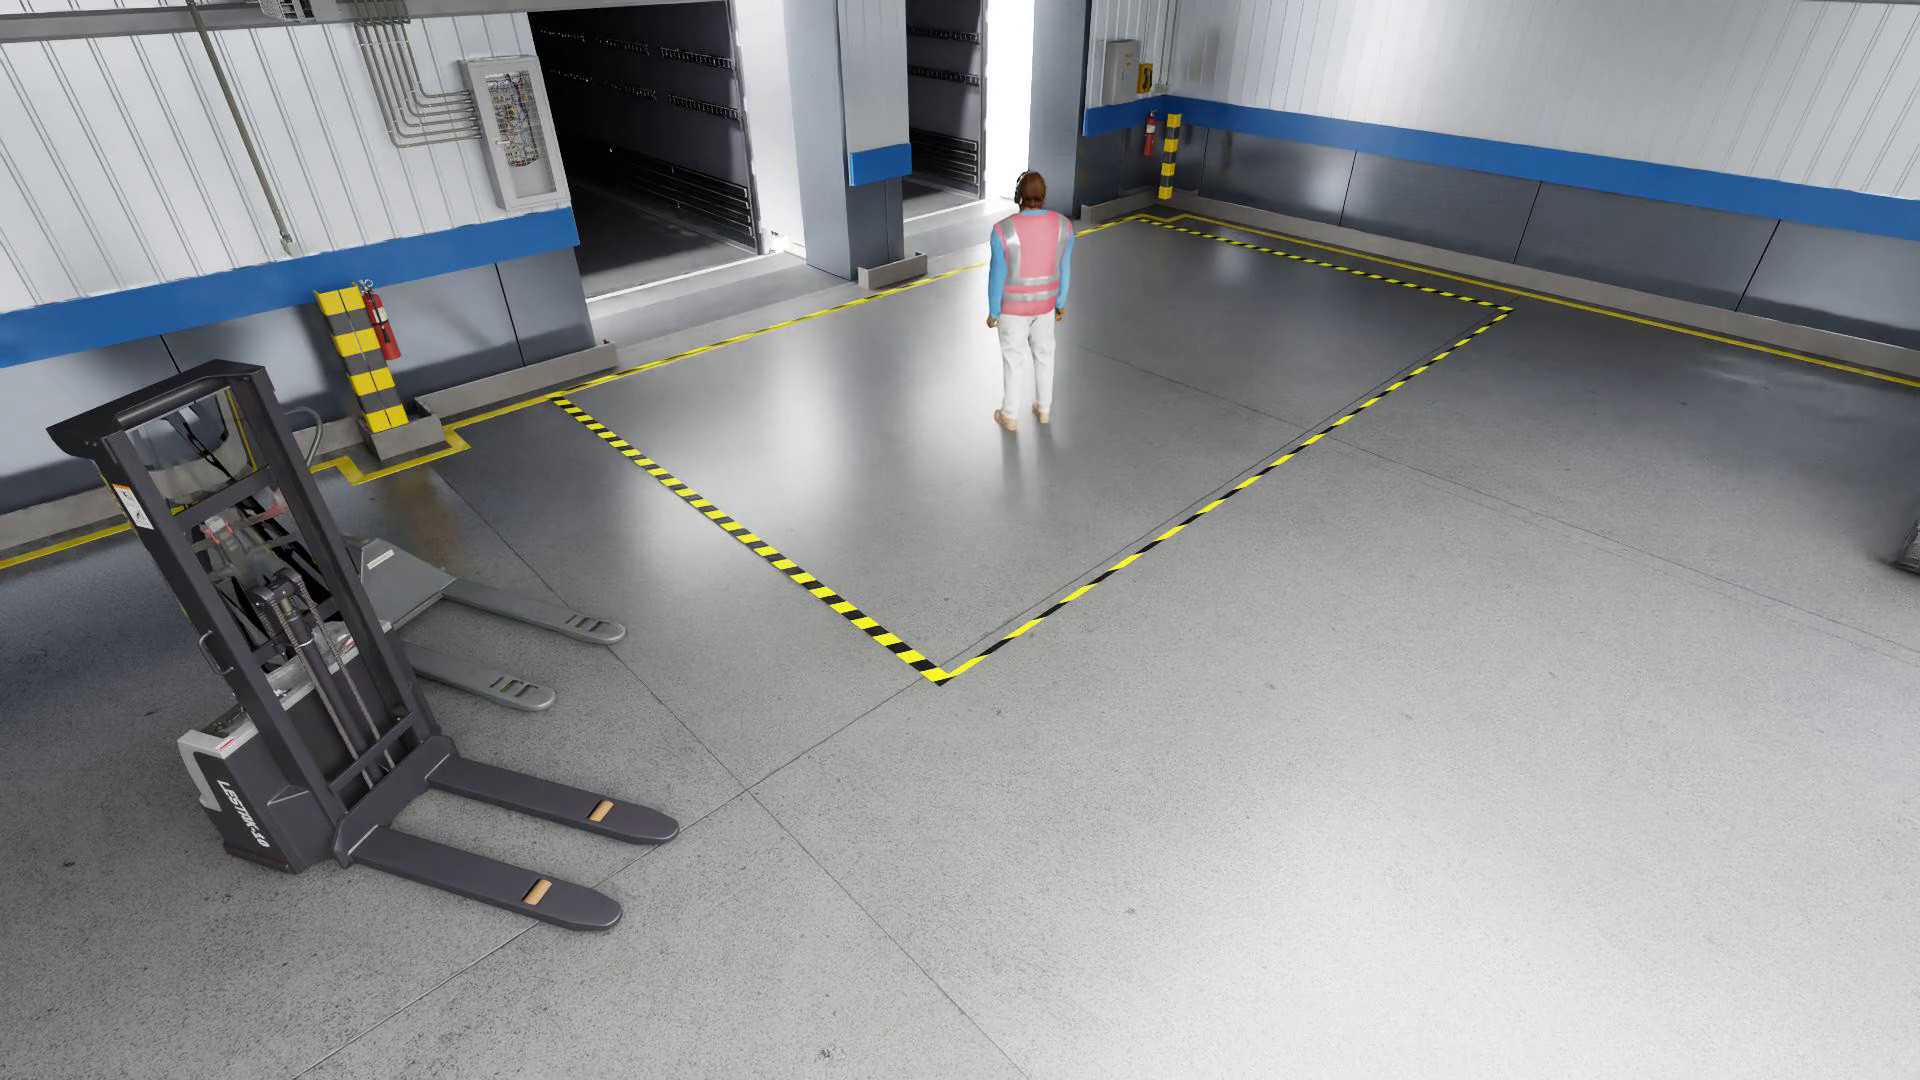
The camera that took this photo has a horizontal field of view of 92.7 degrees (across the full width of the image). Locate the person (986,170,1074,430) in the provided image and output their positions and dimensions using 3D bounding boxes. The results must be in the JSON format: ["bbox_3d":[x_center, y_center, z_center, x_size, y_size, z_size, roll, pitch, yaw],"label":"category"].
[{"bbox_3d":[0.474,-1.684,6.588,0.632,1.841,0.429,-12,36,-17],"label":"person"}]

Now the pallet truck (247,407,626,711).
[{"bbox_3d":[-2.628,0.038,4.590,1.601,1.201,0.680,12,36,18],"label":"pallet truck"}]

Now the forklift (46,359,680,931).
[{"bbox_3d":[-2.135,0.422,3.354,1.885,1.965,0.823,10,35,14],"label":"forklift"}]
